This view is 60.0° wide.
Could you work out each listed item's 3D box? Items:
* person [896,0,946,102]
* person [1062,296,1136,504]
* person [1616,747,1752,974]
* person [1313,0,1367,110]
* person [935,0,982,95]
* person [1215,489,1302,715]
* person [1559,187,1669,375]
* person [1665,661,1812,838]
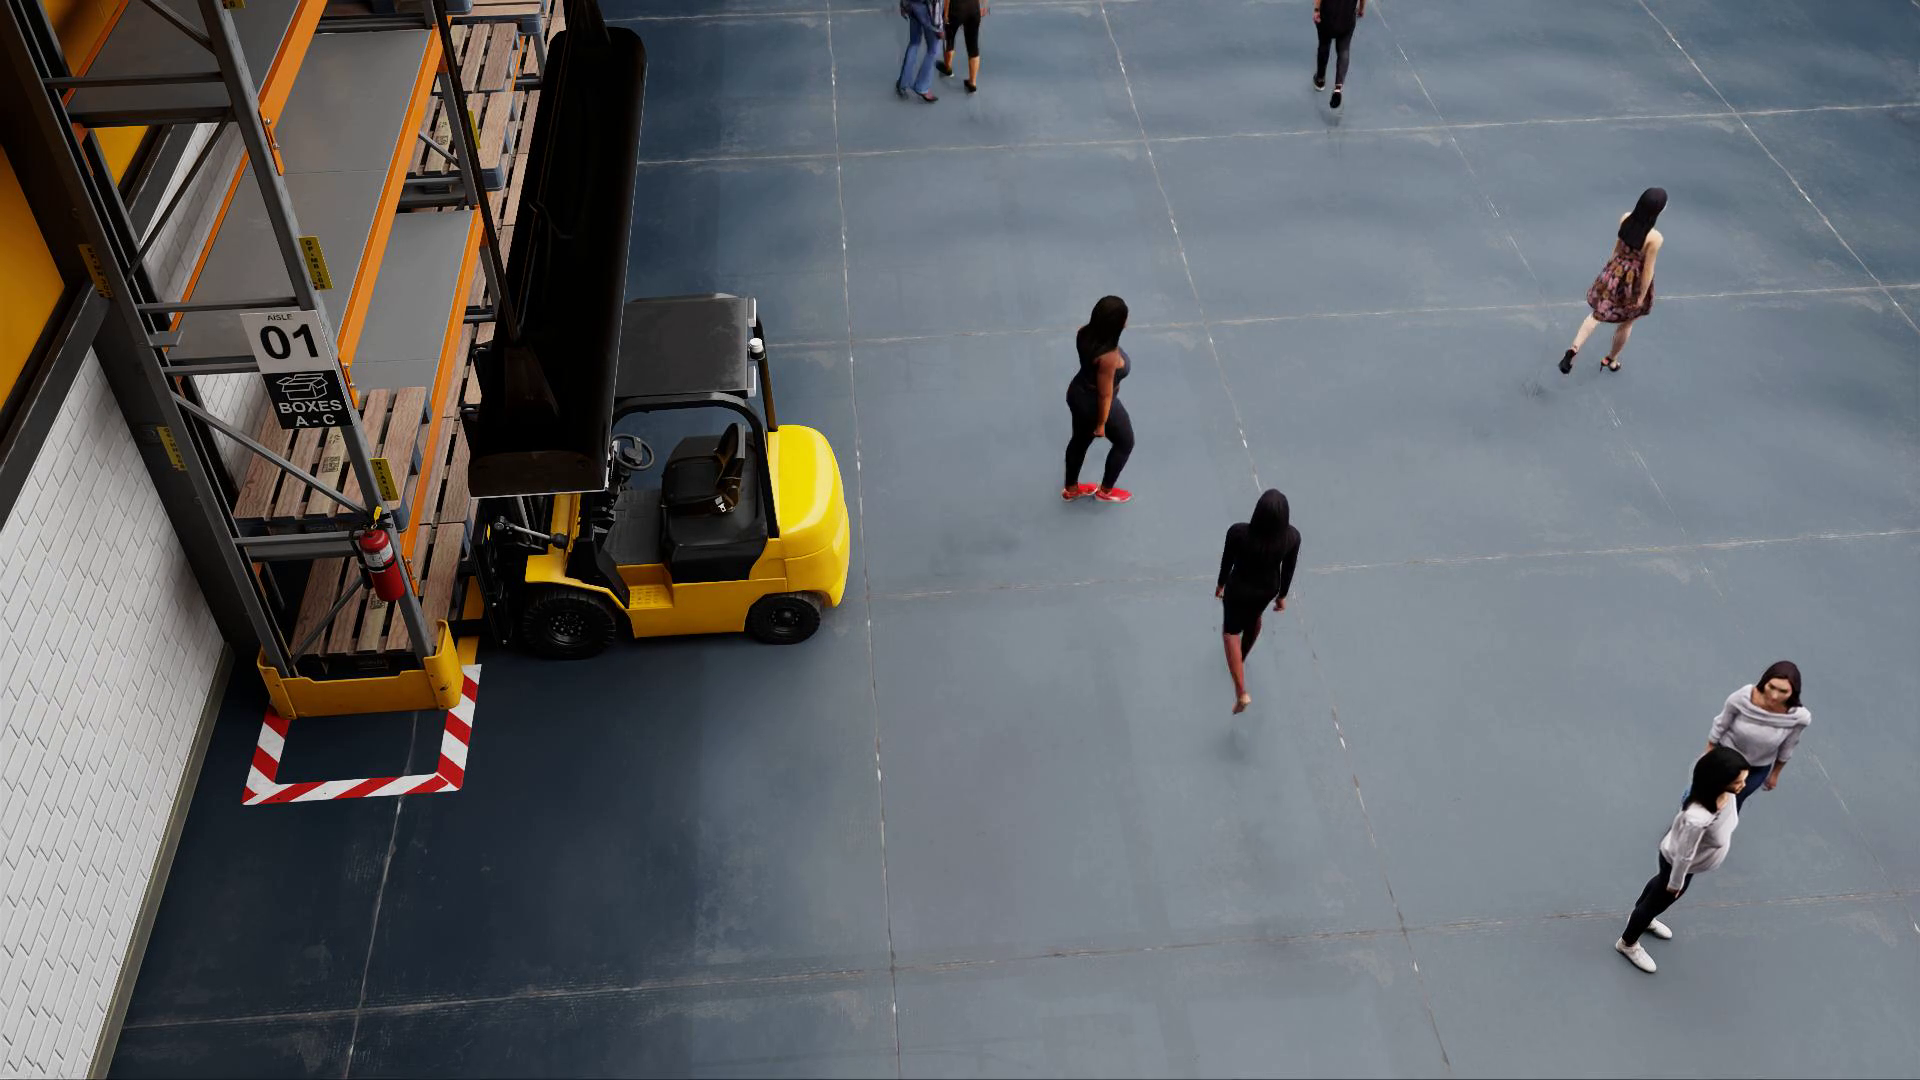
[{"bbox_3d":[-0.391,-5.080,16.192,0.940,1.745,0.750,-31,52,-29],"label":"person"},{"bbox_3d":[0.884,-0.944,11.812,0.850,1.797,0.766,-19,47,-18],"label":"person"},{"bbox_3d":[3.962,1.712,9.095,0.765,1.700,0.692,27,50,25],"label":"person"},{"bbox_3d":[3.697,-5.105,16.150,0.820,1.839,1.134,4,44,4],"label":"person"},{"bbox_3d":[0.045,-5.182,16.371,0.832,1.645,0.994,-18,46,-18],"label":"person"},{"bbox_3d":[1.848,0.384,10.487,0.614,1.703,1.012,-2,44,-2],"label":"person"},{"bbox_3d":[5.080,-1.941,12.889,0.978,1.755,1.032,-23,48,-23],"label":"person"},{"bbox_3d":[4.515,1.255,9.624,0.673,1.632,0.674,18,46,18],"label":"person"}]
